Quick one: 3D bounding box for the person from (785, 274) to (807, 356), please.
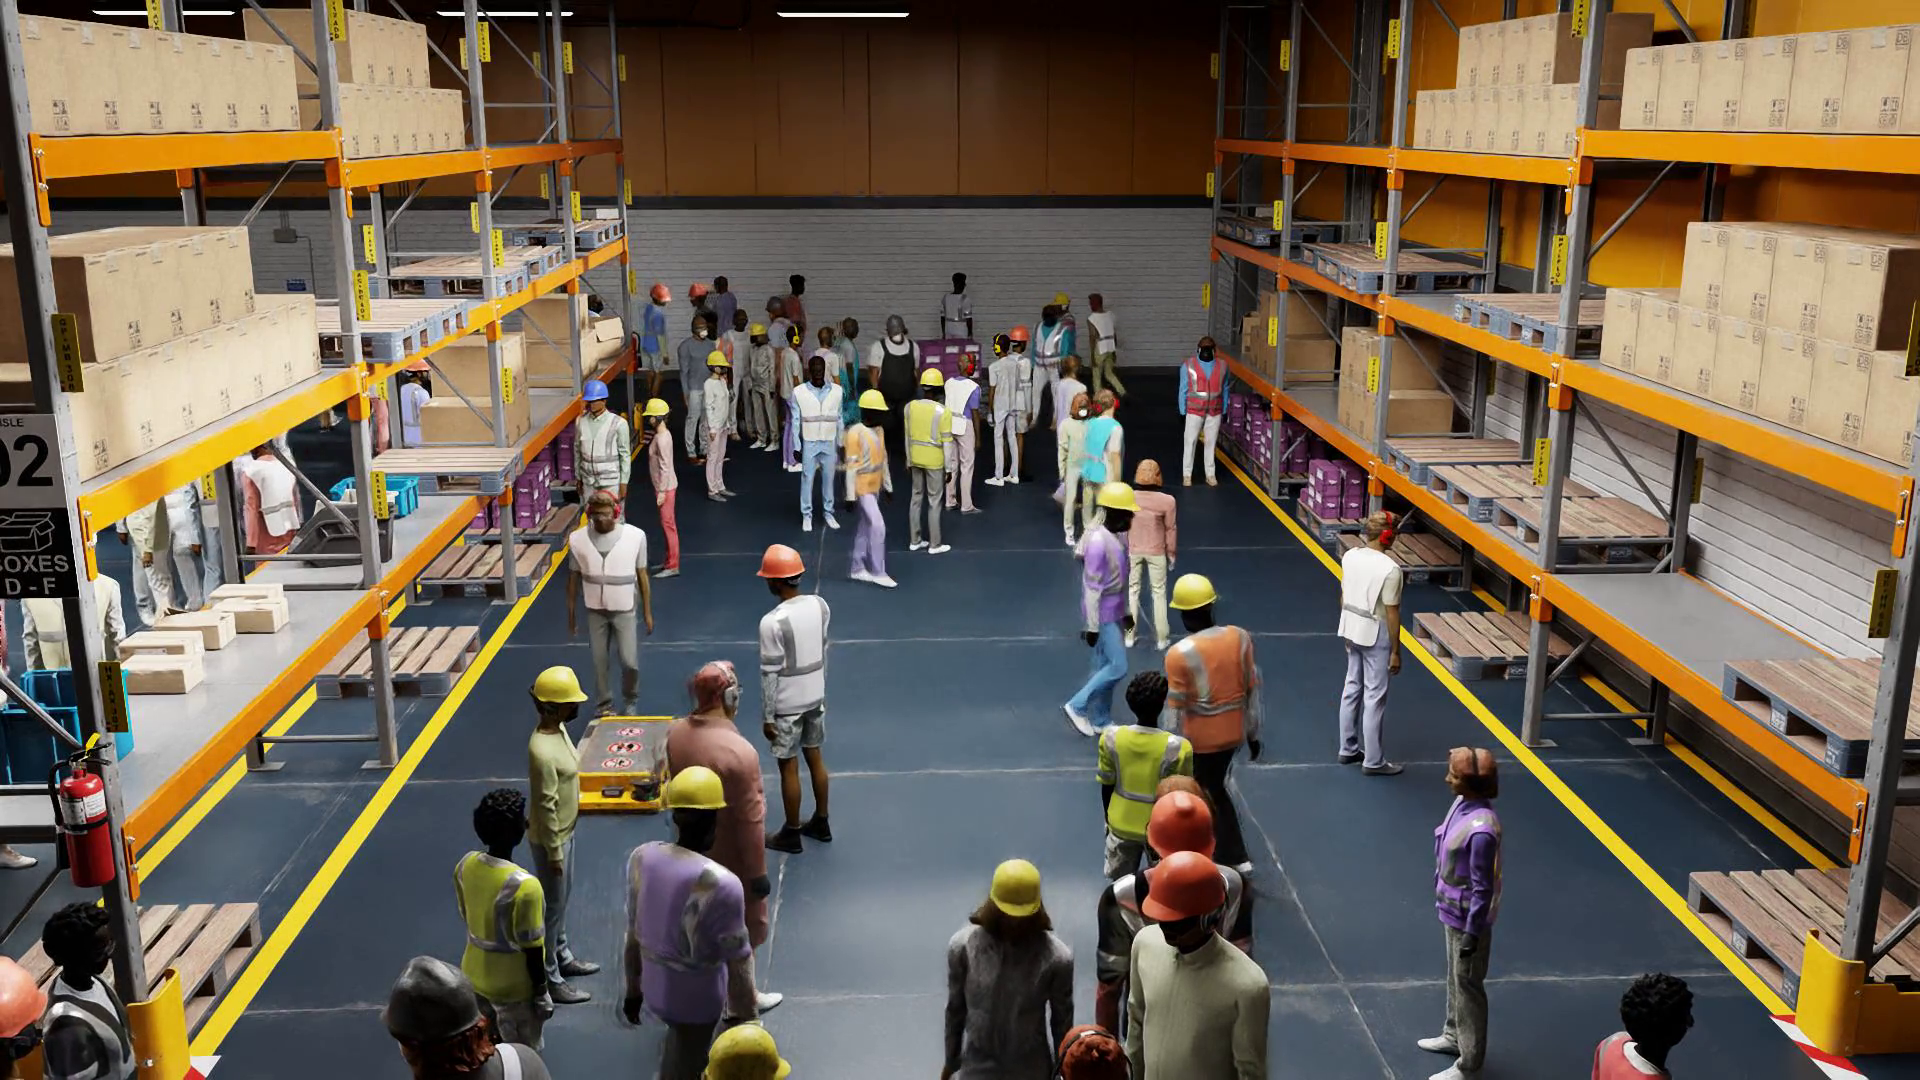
[{"bbox_3d":[-2.641,-3.311,26.895,0.406,1.952,0.614,-3,15,-13],"label":"person"}]

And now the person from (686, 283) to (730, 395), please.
[{"bbox_3d":[-3.754,-2.813,24.788,0.609,2.031,0.609,-6,16,-24],"label":"person"}]

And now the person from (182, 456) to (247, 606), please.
[{"bbox_3d":[-6.422,-0.100,14.385,0.401,1.907,0.598,7,16,26],"label":"person"}]

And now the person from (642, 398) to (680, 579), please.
[{"bbox_3d":[-2.919,-0.508,16.263,0.314,1.768,0.527,-3,15,-12],"label":"person"}]

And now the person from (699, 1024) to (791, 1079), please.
[{"bbox_3d":[-0.672,2.322,5.224,0.321,1.737,0.489,-3,15,-13],"label":"person"}]

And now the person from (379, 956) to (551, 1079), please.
[{"bbox_3d":[-1.554,2.205,5.064,0.536,2.000,0.688,6,16,23],"label":"person"}]

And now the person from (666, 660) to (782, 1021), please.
[{"bbox_3d":[-1.184,1.517,8.080,0.627,1.878,0.658,-10,18,-35],"label":"person"}]

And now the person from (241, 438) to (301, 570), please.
[{"bbox_3d":[-5.857,-0.058,14.223,0.393,1.903,0.606,4,15,16],"label":"person"}]

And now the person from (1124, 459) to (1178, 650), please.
[{"bbox_3d":[1.580,0.125,14.063,0.524,1.626,0.295,4,15,16],"label":"person"}]

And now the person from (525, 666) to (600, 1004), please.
[{"bbox_3d":[-2.028,1.487,8.453,0.338,1.761,0.524,-1,14,-5],"label":"person"}]

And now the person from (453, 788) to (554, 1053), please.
[{"bbox_3d":[-1.927,1.869,7.081,0.534,1.694,0.320,12,19,40],"label":"person"}]

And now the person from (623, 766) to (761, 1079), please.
[{"bbox_3d":[-1.063,1.843,6.829,0.627,1.857,0.951,12,18,39],"label":"person"}]

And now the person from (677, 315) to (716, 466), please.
[{"bbox_3d":[-3.359,-1.939,21.536,0.369,1.938,0.630,11,18,38],"label":"person"}]

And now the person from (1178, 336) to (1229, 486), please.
[{"bbox_3d":[2.975,-1.568,20.276,0.631,1.840,0.428,-2,14,-7],"label":"person"}]

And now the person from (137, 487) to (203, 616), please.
[{"bbox_3d":[-7.163,-0.197,14.900,0.797,1.836,0.653,5,15,20],"label":"person"}]

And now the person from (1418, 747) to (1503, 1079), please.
[{"bbox_3d":[2.342,1.735,7.714,0.308,1.636,0.524,2,14,7],"label":"person"}]

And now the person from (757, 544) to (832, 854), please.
[{"bbox_3d":[-1.032,0.966,10.157,0.393,1.930,0.548,11,18,37],"label":"person"}]

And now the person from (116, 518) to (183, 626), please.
[{"bbox_3d":[-7.220,-0.198,14.769,0.391,1.908,0.601,10,17,35],"label":"person"}]

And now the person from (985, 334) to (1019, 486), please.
[{"bbox_3d":[0.530,-1.587,20.319,0.510,1.860,0.333,-11,18,-37],"label":"person"}]

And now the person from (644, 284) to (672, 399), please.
[{"bbox_3d":[-4.579,-2.887,25.179,0.398,1.993,0.757,-6,15,-22],"label":"person"}]

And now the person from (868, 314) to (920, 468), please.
[{"bbox_3d":[-0.843,-1.940,21.336,0.688,2.000,0.815,-3,15,-13],"label":"person"}]

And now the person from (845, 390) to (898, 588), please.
[{"bbox_3d":[-0.786,-0.486,15.904,0.733,1.900,0.606,6,15,22],"label":"person"}]

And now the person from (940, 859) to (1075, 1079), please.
[{"bbox_3d":[0.179,2.022,6.402,0.515,1.723,0.465,2,14,8],"label":"person"}]

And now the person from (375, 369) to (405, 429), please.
[{"bbox_3d":[-7.791,-2.059,22.417,0.568,1.735,0.389,-9,17,-31],"label":"person"}]

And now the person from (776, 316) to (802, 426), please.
[{"bbox_3d":[-2.427,-2.409,23.915,0.607,1.672,0.550,11,18,37],"label":"person"}]

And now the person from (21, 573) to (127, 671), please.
[{"bbox_3d":[-5.623,0.851,10.616,0.596,1.921,0.380,-3,15,-10],"label":"person"}]

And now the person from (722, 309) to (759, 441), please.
[{"bbox_3d":[-3.052,-2.299,23.152,0.503,1.839,0.343,-7,16,-26],"label":"person"}]

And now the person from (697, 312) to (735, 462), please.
[{"bbox_3d":[-3.239,-1.997,21.705,0.601,1.967,0.369,-4,15,-17],"label":"person"}]

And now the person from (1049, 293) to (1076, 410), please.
[{"bbox_3d":[1.564,-2.856,25.363,0.403,1.825,0.592,-3,15,-10],"label":"person"}]

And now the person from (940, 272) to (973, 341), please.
[{"bbox_3d":[-0.038,-3.374,27.124,0.611,1.958,0.364,10,18,35],"label":"person"}]

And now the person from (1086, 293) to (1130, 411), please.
[{"bbox_3d":[2.217,-2.836,25.305,0.581,1.817,0.639,-13,19,-42],"label":"person"}]
